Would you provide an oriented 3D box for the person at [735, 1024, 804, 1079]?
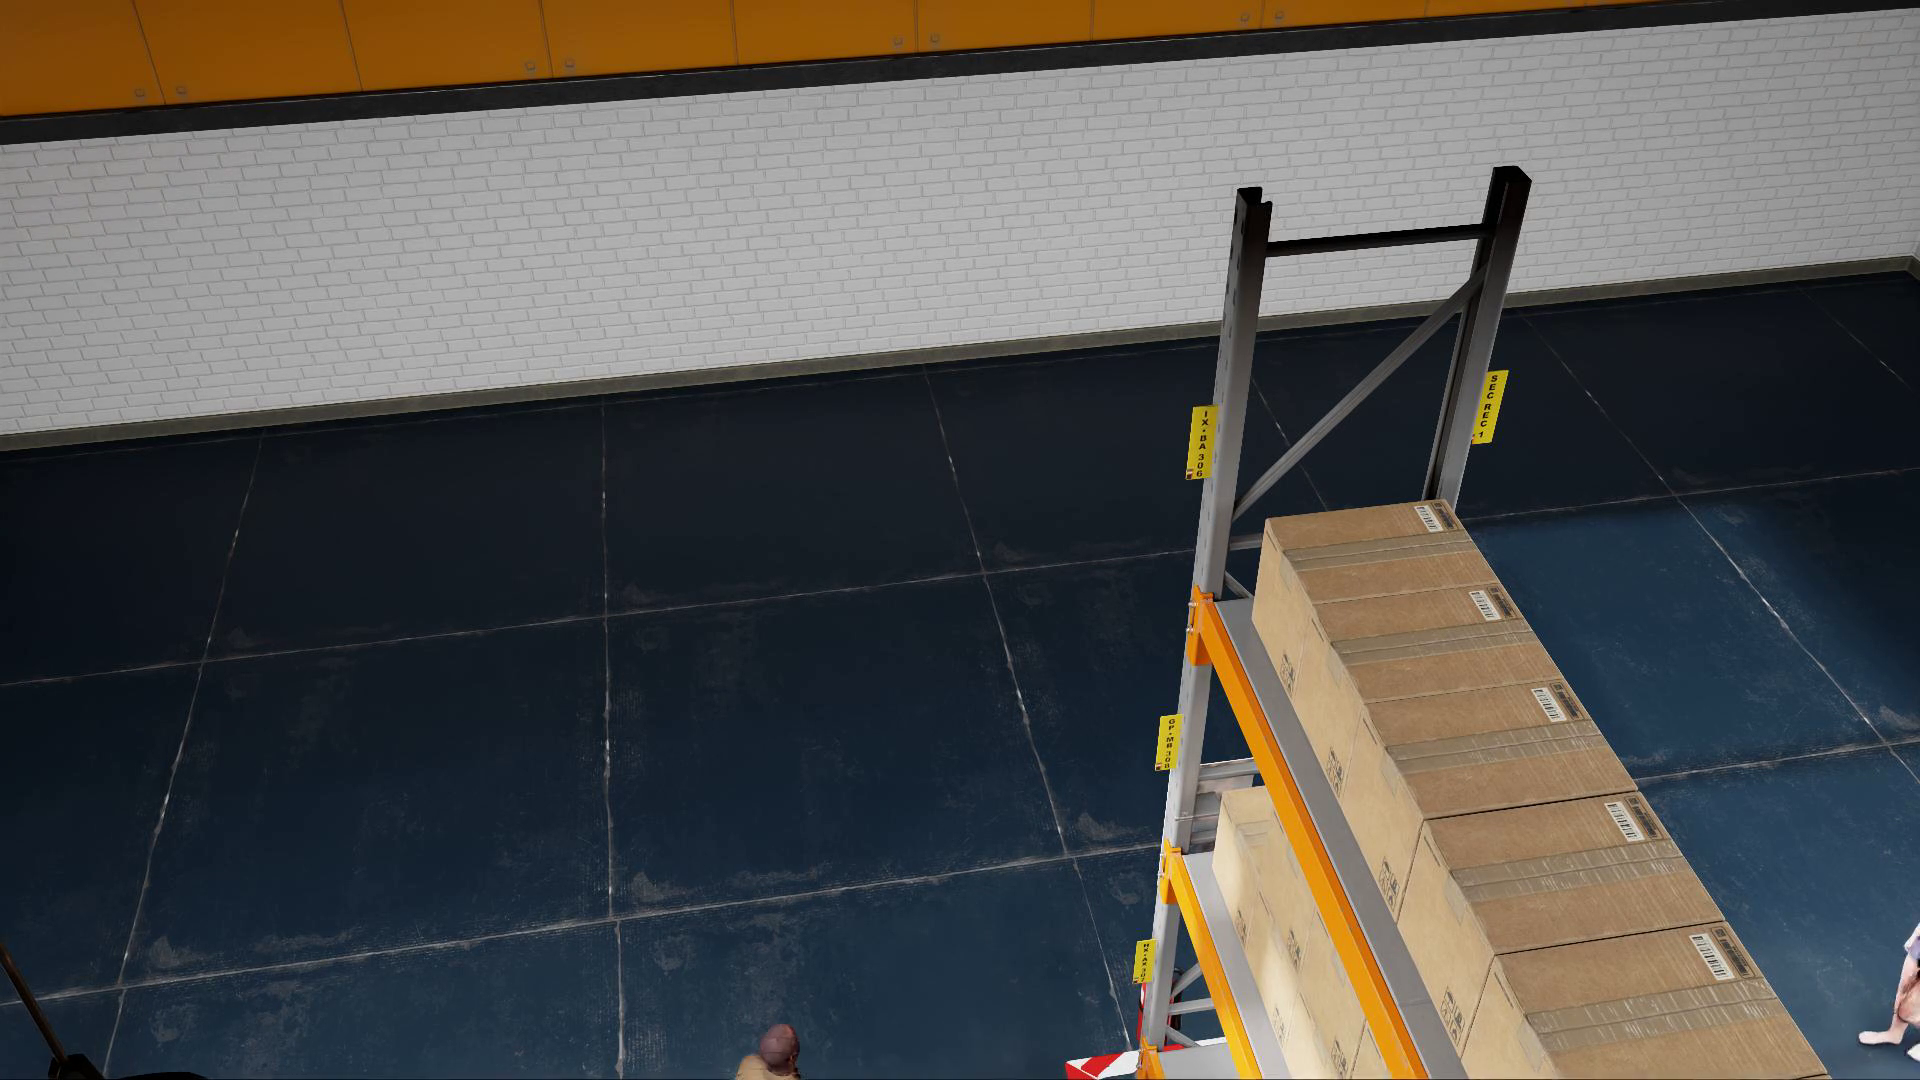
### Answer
[{"bbox_3d":[-0.875,3.106,8.355,0.912,1.816,0.967,22,43,25],"label":"person"}]

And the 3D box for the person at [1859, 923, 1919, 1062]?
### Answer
[{"bbox_3d":[5.613,2.348,9.356,0.703,1.752,0.652,0,39,1],"label":"person"}]
